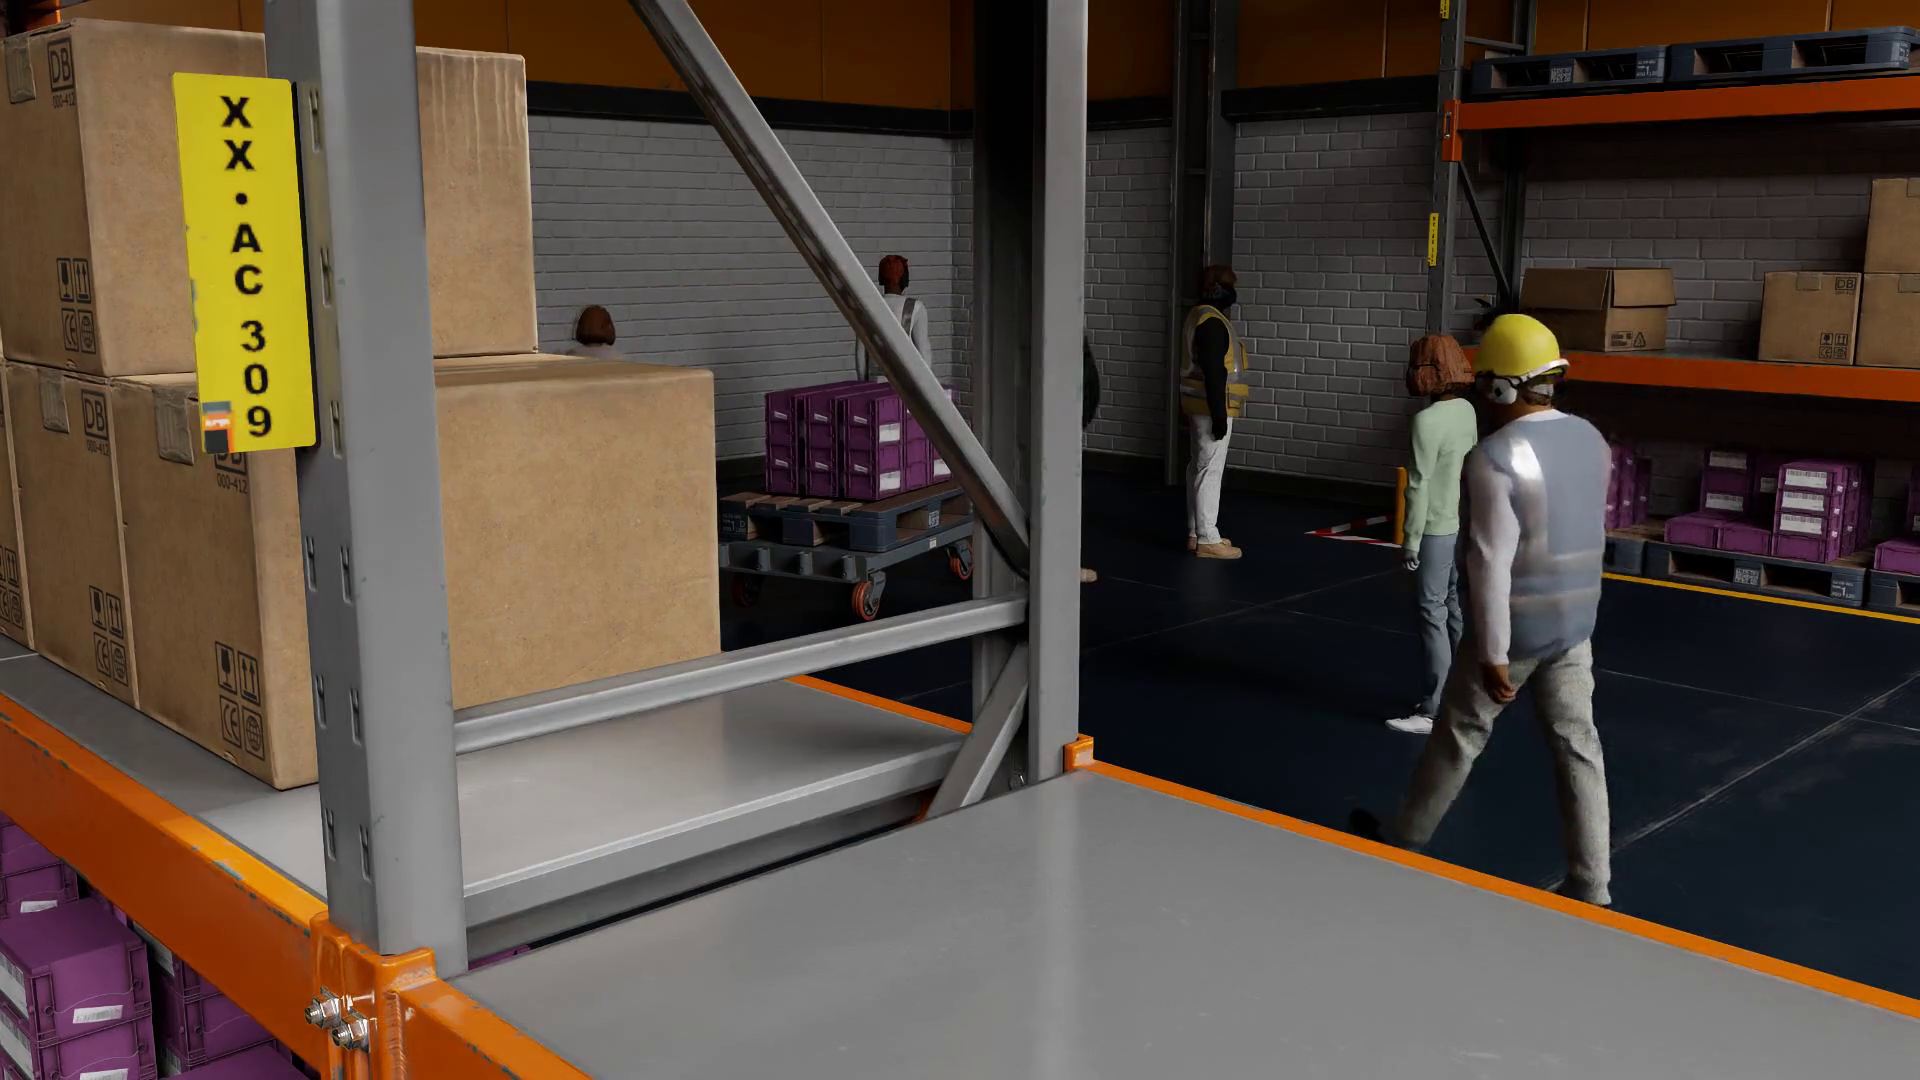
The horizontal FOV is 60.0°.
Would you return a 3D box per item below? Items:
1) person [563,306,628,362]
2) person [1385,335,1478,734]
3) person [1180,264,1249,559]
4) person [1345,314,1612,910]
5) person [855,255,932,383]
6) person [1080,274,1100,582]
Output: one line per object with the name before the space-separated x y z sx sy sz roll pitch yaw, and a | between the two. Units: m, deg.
person | -2.282 -0.670 10.439 0.517 1.580 0.873 3 11 16
person | 1.947 -0.021 6.803 0.287 1.626 0.497 8 13 38
person | 1.605 -0.812 10.516 0.429 1.845 0.627 0 10 0
person | 1.626 0.227 4.983 0.605 1.784 0.904 -6 12 -31
person | -0.463 -1.077 11.849 0.574 1.883 0.355 4 11 22
person | 0.438 -0.783 9.816 0.800 2.000 0.687 5 11 25
